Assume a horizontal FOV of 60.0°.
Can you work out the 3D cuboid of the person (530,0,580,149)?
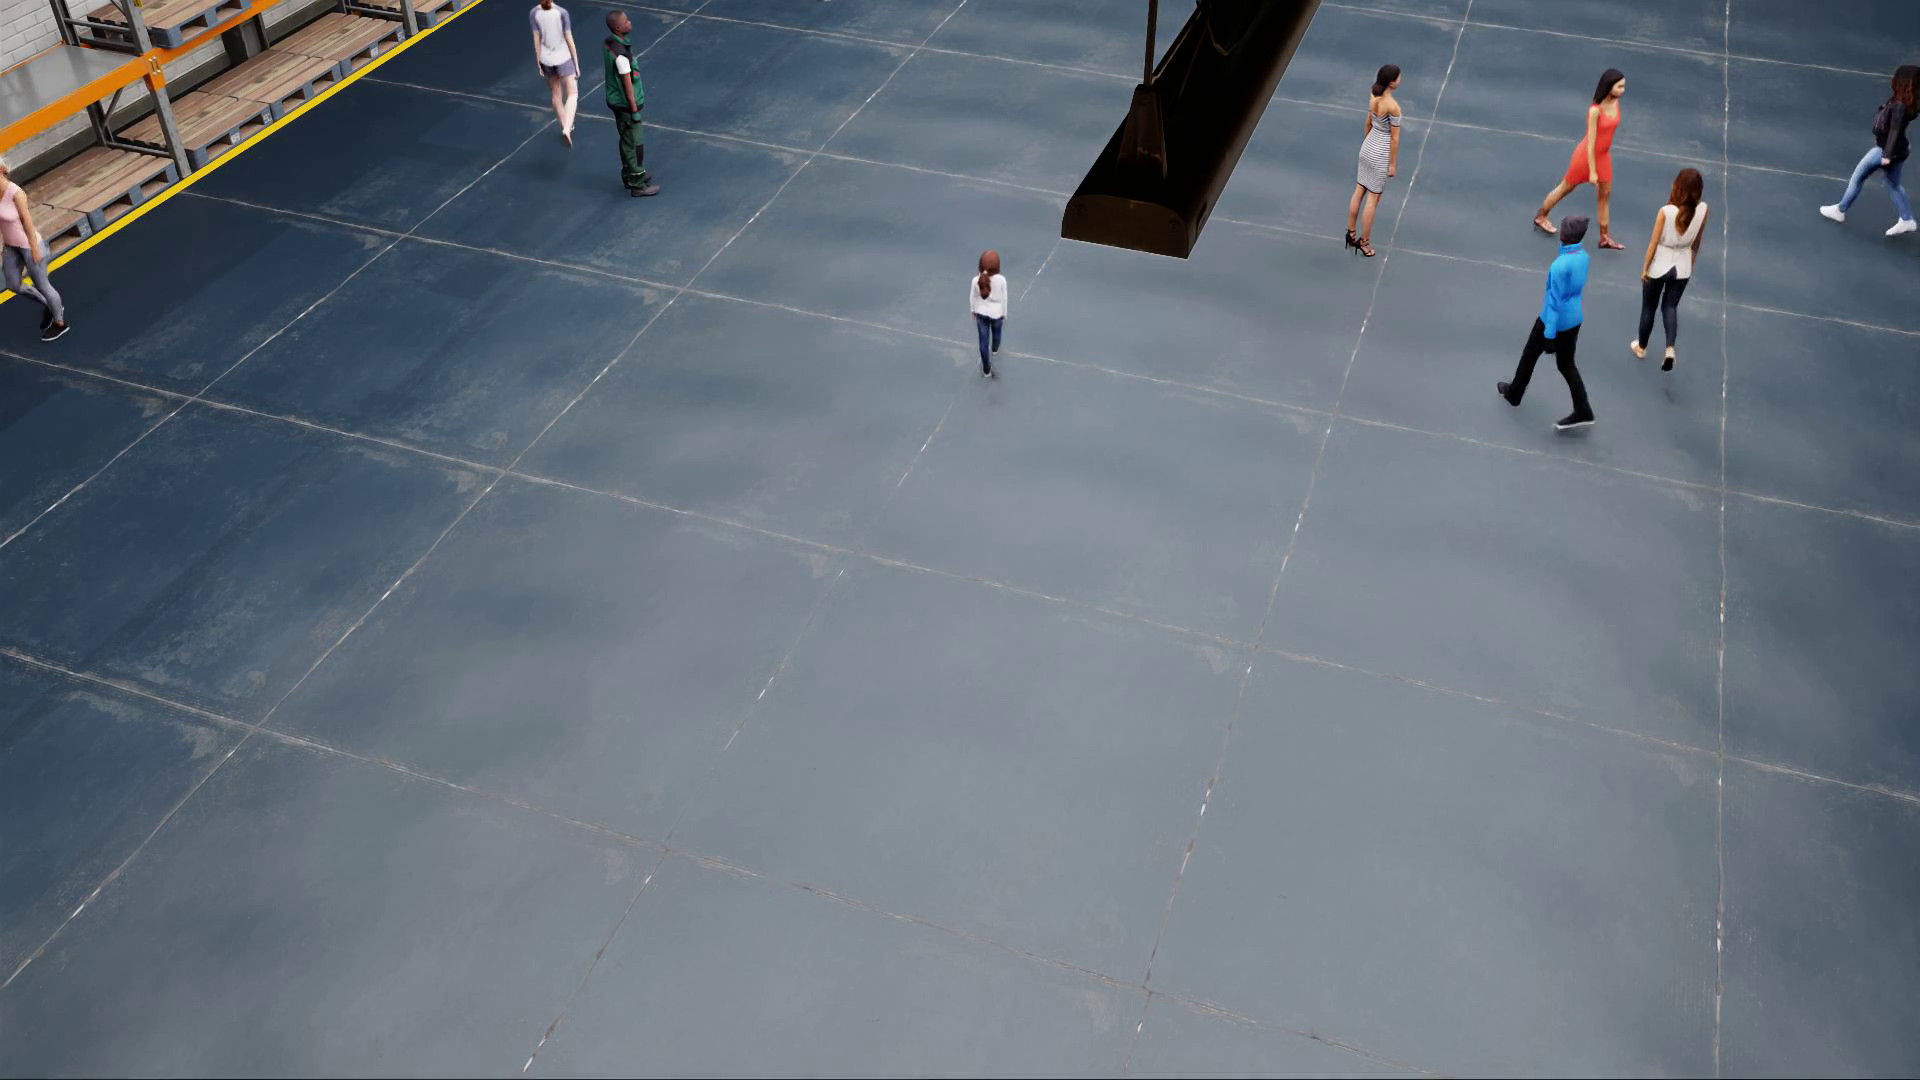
[{"bbox_3d":[-4.143,-4.860,17.019,0.763,1.751,1.018,1,39,1],"label":"person"}]

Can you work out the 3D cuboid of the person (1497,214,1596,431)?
[{"bbox_3d":[4.760,-1.652,13.000,1.129,1.754,1.081,-30,47,-32],"label":"person"}]

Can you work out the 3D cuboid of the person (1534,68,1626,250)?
[{"bbox_3d":[5.756,-3.527,15.416,1.149,1.669,1.035,-28,46,-30],"label":"person"}]

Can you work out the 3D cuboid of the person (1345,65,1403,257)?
[{"bbox_3d":[3.796,-3.482,15.237,0.736,1.822,0.668,-15,41,-18],"label":"person"}]

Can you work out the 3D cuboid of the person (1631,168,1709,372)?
[{"bbox_3d":[5.841,-2.168,13.633,0.765,1.770,0.953,2,39,2],"label":"person"}]

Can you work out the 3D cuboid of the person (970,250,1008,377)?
[{"bbox_3d":[0.242,-1.868,13.803,0.605,1.090,0.784,0,39,0],"label":"person"}]

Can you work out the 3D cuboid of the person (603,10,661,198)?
[{"bbox_3d":[-3.250,-4.254,16.190,0.837,1.840,0.777,-16,41,-19],"label":"person"}]

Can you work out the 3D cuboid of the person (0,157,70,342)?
[{"bbox_3d":[-7.903,-2.541,14.140,0.552,1.721,0.595,15,41,18],"label":"person"}]

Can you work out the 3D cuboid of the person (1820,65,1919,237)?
[{"bbox_3d":[8.771,-3.593,15.561,1.074,1.590,1.158,29,47,31],"label":"person"}]
